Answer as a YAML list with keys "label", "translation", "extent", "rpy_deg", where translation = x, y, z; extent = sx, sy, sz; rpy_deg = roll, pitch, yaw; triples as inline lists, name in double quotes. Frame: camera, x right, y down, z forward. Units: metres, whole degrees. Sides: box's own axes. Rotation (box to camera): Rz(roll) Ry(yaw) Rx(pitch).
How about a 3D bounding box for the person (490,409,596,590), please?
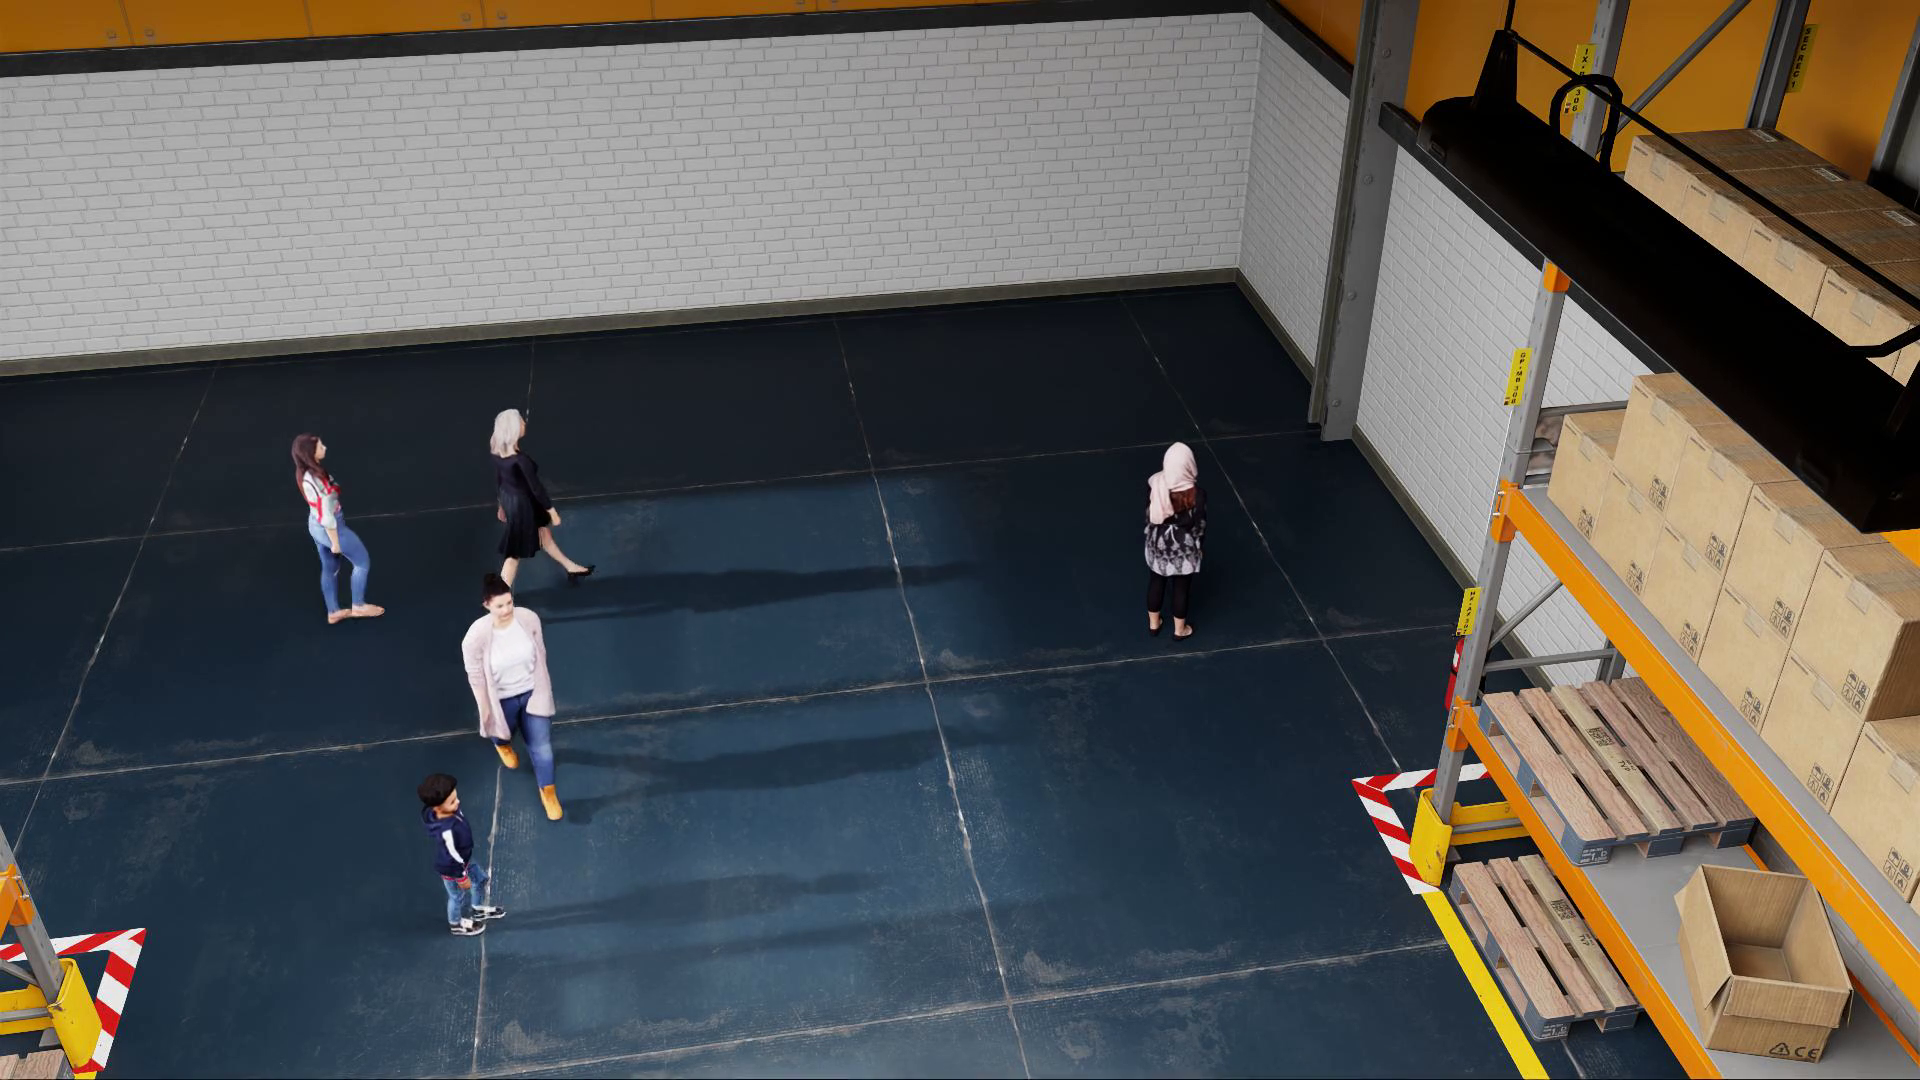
- label: "person"
  translation: [-3.291, -0.134, 12.217]
  extent: [1.087, 1.704, 1.162]
  rpy_deg: [-28, 43, -35]

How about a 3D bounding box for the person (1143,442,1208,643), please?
- label: "person"
  translation: [1.542, 0.016, 12.052]
  extent: [0.748, 1.637, 0.798]
  rpy_deg: [17, 37, 24]

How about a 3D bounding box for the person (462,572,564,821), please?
- label: "person"
  translation: [-2.888, 0.928, 10.615]
  extent: [0.923, 1.709, 1.201]
  rpy_deg: [-17, 37, -24]

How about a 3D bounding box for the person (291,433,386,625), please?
- label: "person"
  translation: [-4.700, -0.051, 12.186]
  extent: [0.778, 1.600, 0.697]
  rpy_deg: [-25, 41, -33]

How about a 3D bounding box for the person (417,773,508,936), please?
- label: "person"
  translation: [-2.998, 1.843, 9.689]
  extent: [0.602, 1.210, 0.504]
  rpy_deg: [-4, 34, -5]
